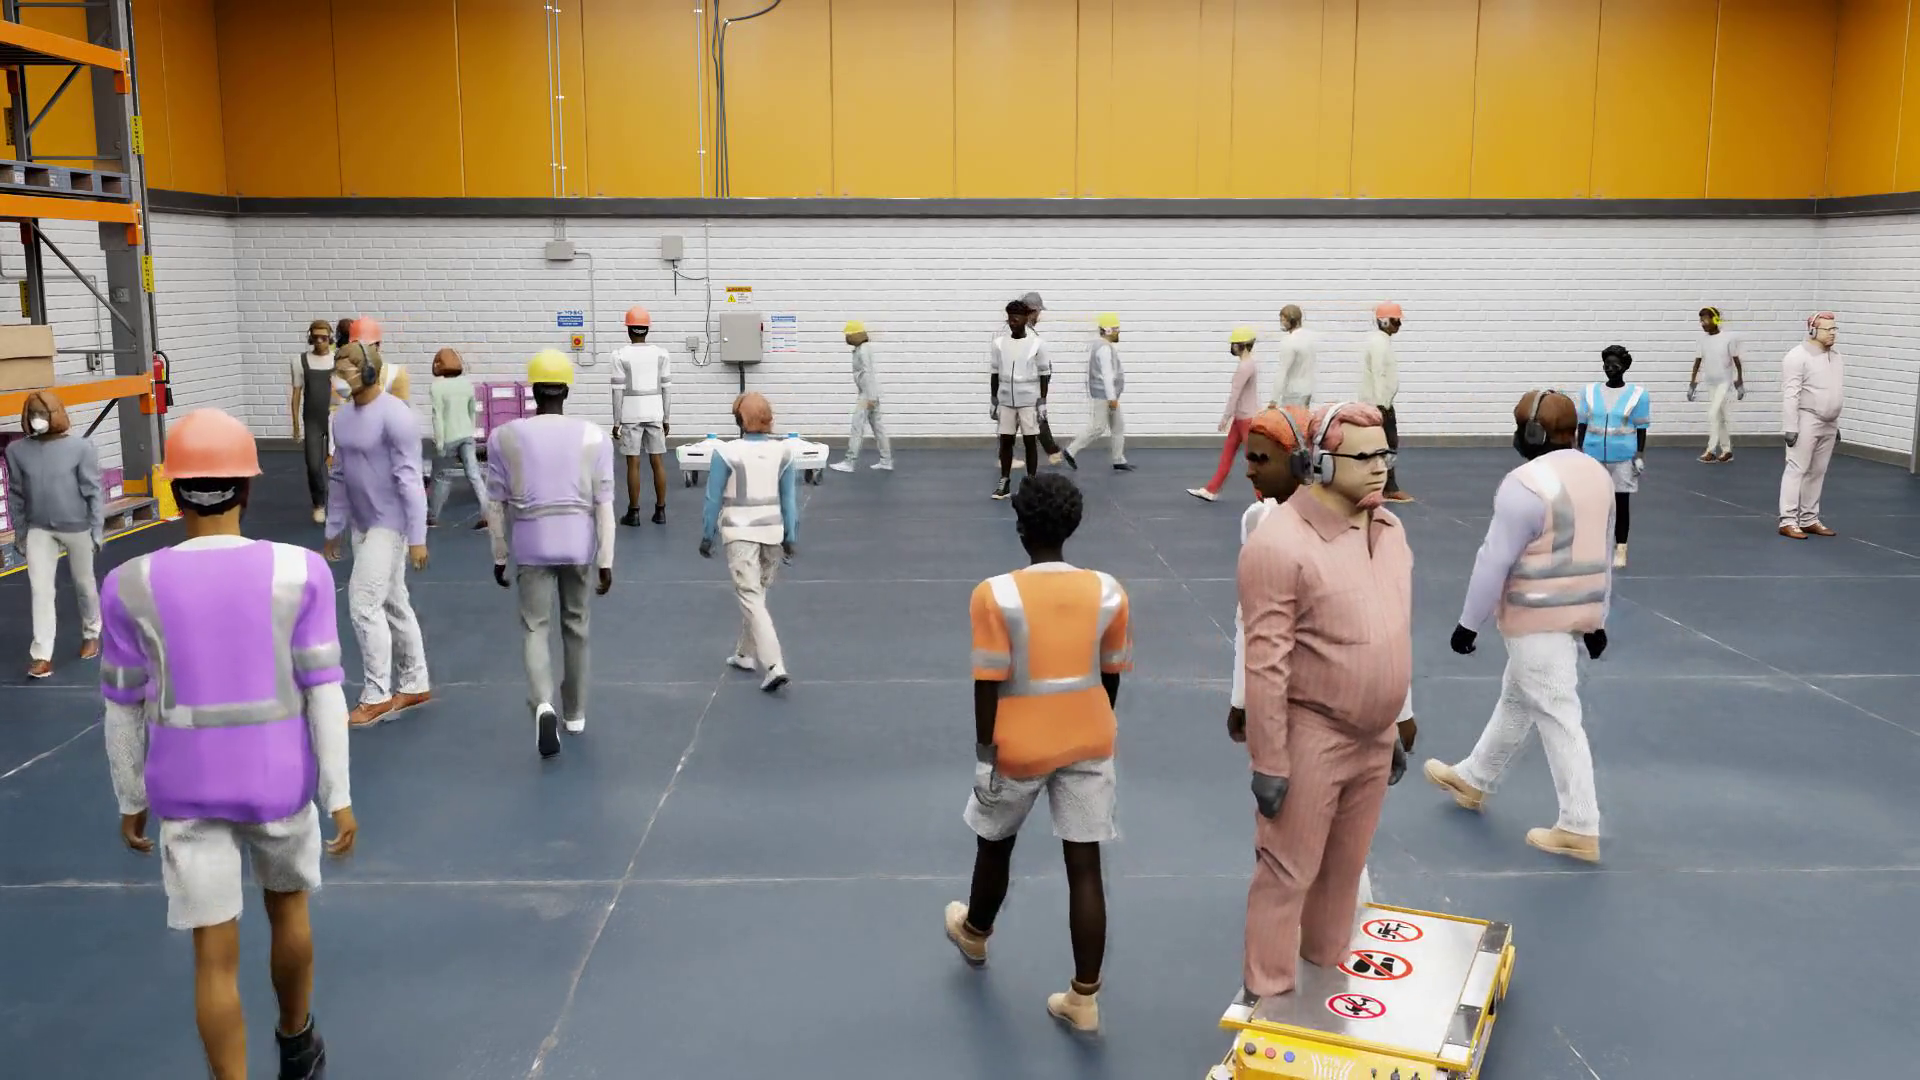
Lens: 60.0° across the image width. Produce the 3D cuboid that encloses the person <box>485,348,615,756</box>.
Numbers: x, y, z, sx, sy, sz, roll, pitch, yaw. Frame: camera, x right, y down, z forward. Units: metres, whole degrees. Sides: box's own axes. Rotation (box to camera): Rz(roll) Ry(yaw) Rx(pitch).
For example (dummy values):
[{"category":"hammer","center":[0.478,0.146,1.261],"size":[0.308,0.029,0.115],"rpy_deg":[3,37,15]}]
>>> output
[{"category":"person","center":[-1.917,0.053,7.847],"size":[0.592,1.905,0.786],"rpy_deg":[-3,10,-17]}]

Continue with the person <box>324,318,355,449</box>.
[{"category":"person","center":[-5.933,-1.249,16.102],"size":[0.637,1.811,0.820],"rpy_deg":[-2,10,-14]}]

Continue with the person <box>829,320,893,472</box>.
[{"category":"person","center":[-1.111,-1.608,18.642],"size":[0.756,1.690,0.510],"rpy_deg":[-1,9,-8]}]

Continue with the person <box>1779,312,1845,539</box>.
[{"category":"person","center":[7.213,-0.964,14.033],"size":[0.652,1.906,0.408],"rpy_deg":[-5,10,-27]}]

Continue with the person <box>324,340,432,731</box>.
[{"category":"person","center":[-2.960,-0.025,8.253],"size":[0.656,1.910,0.737],"rpy_deg":[9,13,42]}]

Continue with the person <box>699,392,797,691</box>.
[{"category":"person","center":[-1.116,-0.008,9.078],"size":[0.510,1.604,0.830],"rpy_deg":[-7,12,-38]}]

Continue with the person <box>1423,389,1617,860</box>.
[{"category":"person","center":[2.206,0.304,6.614],"size":[0.629,1.793,0.955],"rpy_deg":[-8,12,-41]}]

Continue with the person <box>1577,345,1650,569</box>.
[{"category":"person","center":[4.928,-0.629,12.616],"size":[0.530,1.697,0.321],"rpy_deg":[6,11,34]}]

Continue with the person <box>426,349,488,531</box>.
[{"category":"person","center":[-4.391,-0.868,14.446],"size":[0.874,1.577,0.508],"rpy_deg":[6,11,34]}]

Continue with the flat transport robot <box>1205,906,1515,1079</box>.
[{"category":"flat transport robot","center":[1.192,1.354,4.822],"size":[0.652,0.197,1.431],"rpy_deg":[4,10,24]}]

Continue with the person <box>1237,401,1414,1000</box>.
[{"category":"person","center":[1.055,0.564,4.664],"size":[0.644,1.907,0.399],"rpy_deg":[-8,12,-40]}]

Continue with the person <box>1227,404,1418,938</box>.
[{"category":"person","center":[1.052,0.510,5.192],"size":[0.780,1.836,0.603],"rpy_deg":[-4,10,-25]}]

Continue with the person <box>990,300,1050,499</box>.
[{"category":"person","center":[0.574,-1.364,16.300],"size":[0.609,1.964,0.367],"rpy_deg":[4,10,22]}]

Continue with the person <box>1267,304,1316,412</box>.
[{"category":"person","center":[3.414,-1.475,17.171],"size":[0.491,1.911,0.628],"rpy_deg":[5,11,28]}]

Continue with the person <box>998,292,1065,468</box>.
[{"category":"person","center":[0.871,-1.831,18.936],"size":[0.955,2.000,0.691],"rpy_deg":[1,9,5]}]

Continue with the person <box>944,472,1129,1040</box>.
[{"category":"person","center":[0.231,0.613,5.114],"size":[0.544,1.650,0.850],"rpy_deg":[-3,10,-20]}]

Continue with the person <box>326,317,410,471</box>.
[{"category":"person","center":[-4.373,-0.676,12.273],"size":[0.560,1.903,0.820],"rpy_deg":[0,9,0]}]

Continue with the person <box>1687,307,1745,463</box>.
[{"category":"person","center":[8.813,-1.799,19.401],"size":[0.822,1.817,0.541],"rpy_deg":[-5,11,-29]}]

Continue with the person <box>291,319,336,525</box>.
[{"category":"person","center":[-5.580,-1.018,14.596],"size":[0.538,1.829,0.408],"rpy_deg":[-4,10,-23]}]

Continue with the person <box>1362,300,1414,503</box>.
[{"category":"person","center":[4.003,-1.343,16.153],"size":[0.788,1.974,0.624],"rpy_deg":[4,10,25]}]

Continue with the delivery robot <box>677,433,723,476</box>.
[{"category":"delivery robot","center":[-2.584,-0.876,17.340],"size":[0.707,0.478,0.477],"rpy_deg":[2,9,13]}]

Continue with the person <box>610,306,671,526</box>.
[{"category":"person","center":[-2.823,-1.087,14.694],"size":[0.545,1.938,0.361],"rpy_deg":[-5,11,-30]}]

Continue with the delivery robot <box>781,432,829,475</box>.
[{"category":"delivery robot","center":[-1.744,-0.891,17.432],"size":[0.707,0.478,0.477],"rpy_deg":[-5,10,-28]}]

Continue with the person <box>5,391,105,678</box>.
[{"category":"person","center":[-5.107,-0.052,9.407],"size":[0.515,1.582,0.847],"rpy_deg":[-2,9,-11]}]

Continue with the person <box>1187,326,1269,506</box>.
[{"category":"person","center":[2.649,-1.167,15.858],"size":[0.908,1.720,0.526],"rpy_deg":[2,10,13]}]

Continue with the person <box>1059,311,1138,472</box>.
[{"category":"person","center":[1.548,-1.637,18.498],"size":[0.813,1.805,0.592],"rpy_deg":[1,9,8]}]

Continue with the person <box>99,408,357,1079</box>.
[{"category":"person","center":[-1.897,0.611,4.358],"size":[0.578,1.908,0.809],"rpy_deg":[-3,10,-20]}]
